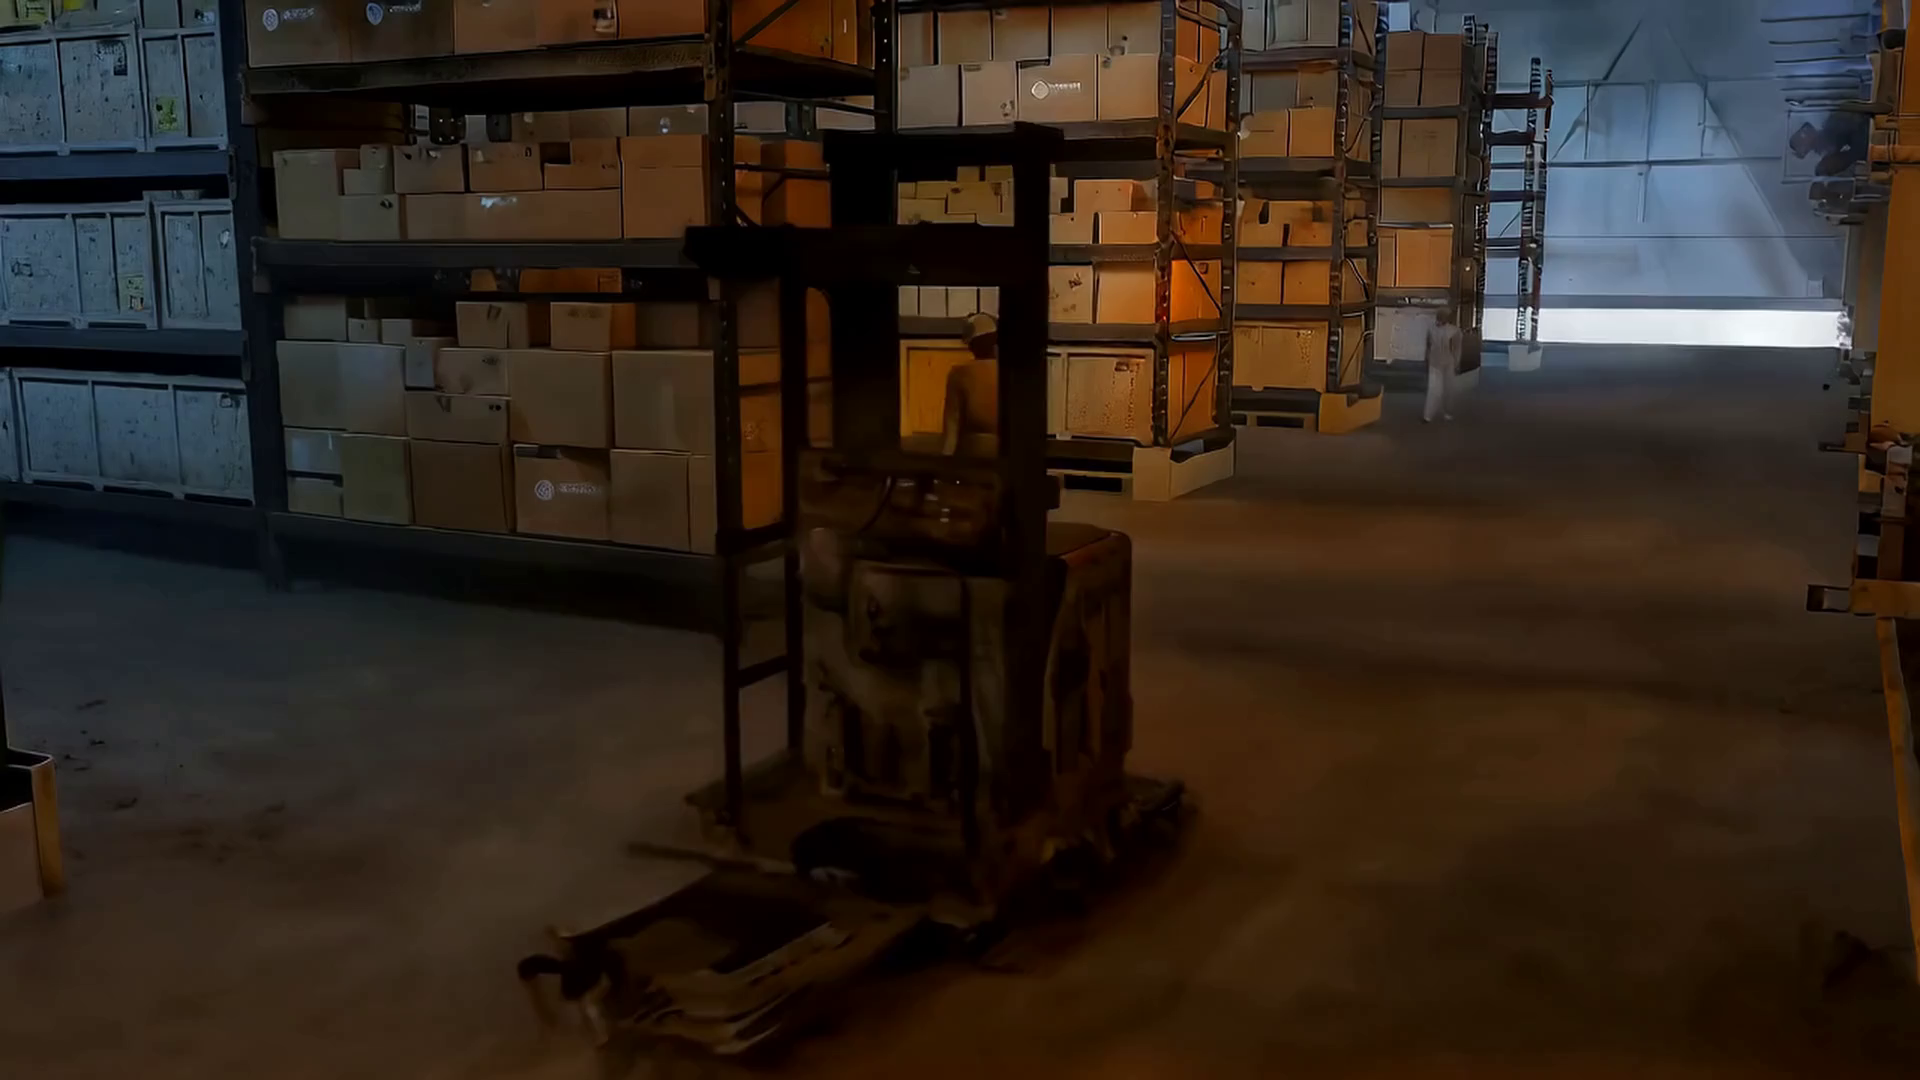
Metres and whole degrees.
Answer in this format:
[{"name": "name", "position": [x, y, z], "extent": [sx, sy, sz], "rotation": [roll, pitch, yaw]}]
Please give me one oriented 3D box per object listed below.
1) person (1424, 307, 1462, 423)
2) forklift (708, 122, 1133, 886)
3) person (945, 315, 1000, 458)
[{"name": "person", "position": [6.664, -2.414, 22.954], "extent": [0.532, 1.588, 0.903], "rotation": [5, 11, 29]}, {"name": "forklift", "position": [-0.068, -0.282, 6.878], "extent": [1.129, 2.768, 1.873], "rotation": [5, 11, 27]}, {"name": "person", "position": [0.201, -0.582, 11.429], "extent": [0.640, 1.907, 0.524], "rotation": [0, 10, -3]}]
